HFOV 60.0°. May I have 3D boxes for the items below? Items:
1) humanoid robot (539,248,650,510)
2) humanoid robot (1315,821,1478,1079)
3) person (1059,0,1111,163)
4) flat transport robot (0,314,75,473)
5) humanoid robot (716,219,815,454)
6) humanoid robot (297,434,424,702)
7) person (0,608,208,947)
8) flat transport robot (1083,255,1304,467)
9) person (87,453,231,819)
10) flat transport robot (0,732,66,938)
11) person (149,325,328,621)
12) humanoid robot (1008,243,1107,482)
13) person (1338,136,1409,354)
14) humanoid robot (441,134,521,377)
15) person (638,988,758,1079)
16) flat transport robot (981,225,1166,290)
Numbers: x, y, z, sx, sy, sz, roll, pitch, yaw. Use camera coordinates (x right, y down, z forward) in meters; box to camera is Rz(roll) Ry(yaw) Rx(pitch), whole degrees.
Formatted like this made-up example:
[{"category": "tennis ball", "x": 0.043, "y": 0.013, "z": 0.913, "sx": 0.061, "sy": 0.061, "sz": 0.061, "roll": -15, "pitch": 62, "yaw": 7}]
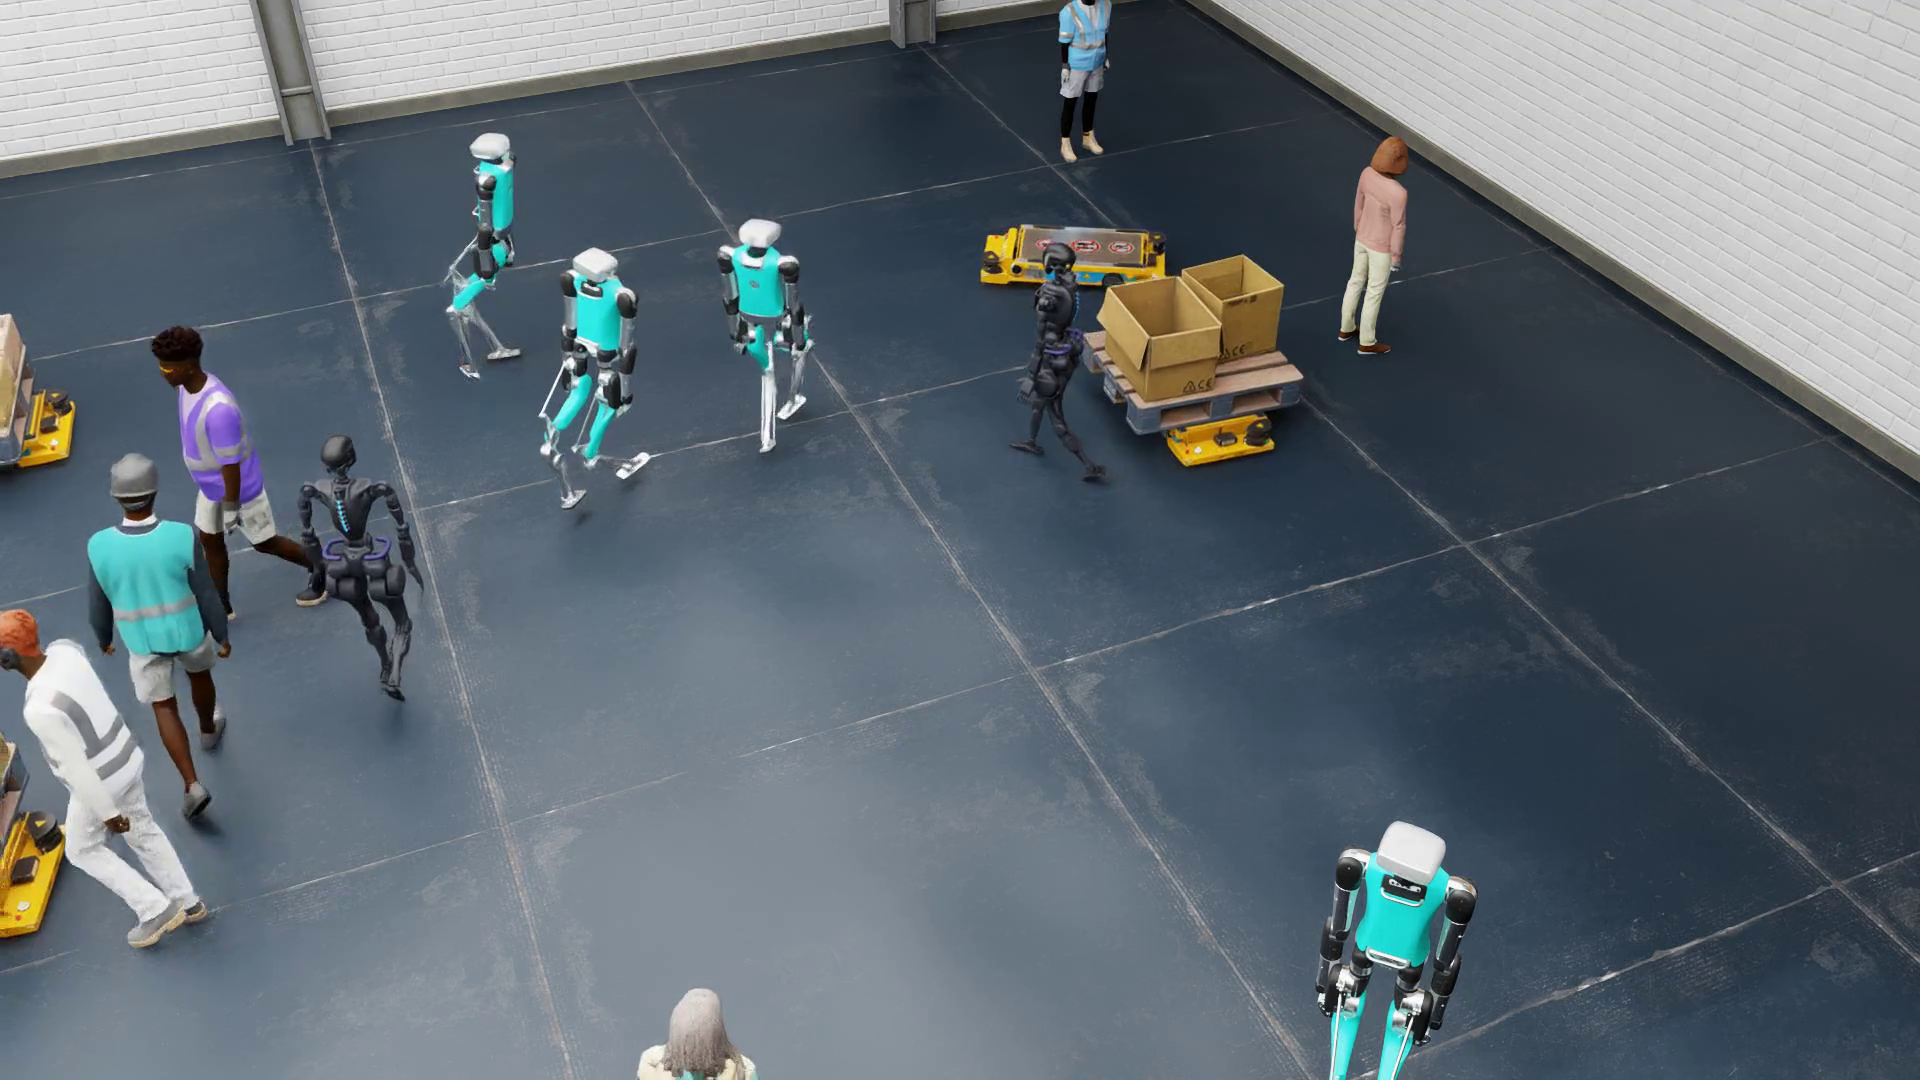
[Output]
[{"category": "humanoid robot", "x": -2.308, "y": -0.881, "z": 10.229, "sx": 0.581, "sy": 1.752, "sz": 1.012, "roll": 17, "pitch": 41, "yaw": 21}, {"category": "humanoid robot", "x": 1.601, "y": 1.899, "z": 6.487, "sx": 0.533, "sy": 1.677, "sz": 0.735, "roll": 15, "pitch": 40, "yaw": 18}, {"category": "person", "x": 1.089, "y": -4.153, "z": 14.506, "sx": 0.539, "sy": 1.696, "sz": 0.316, "roll": -22, "pitch": 43, "yaw": -26}, {"category": "flat transport robot", "x": -6.735, "y": -0.652, "z": 11.123, "sx": 1.431, "sy": 0.231, "sz": 0.659, "roll": -12, "pitch": 39, "yaw": -15}, {"category": "humanoid robot", "x": -1.190, "y": -1.447, "z": 10.962, "sx": 0.563, "sy": 1.747, "sz": 0.973, "roll": 8, "pitch": 38, "yaw": 10}, {"category": "humanoid robot", "x": -3.227, "y": 0.184, "z": 8.891, "sx": 0.604, "sy": 1.643, "sz": 0.543, "roll": -2, "pitch": 38, "yaw": -3}, {"category": "person", "x": -3.910, "y": 1.062, "z": 7.590, "sx": 0.529, "sy": 1.855, "sz": 0.579, "roll": -2, "pitch": 38, "yaw": -3}, {"category": "flat transport robot", "x": 1.573, "y": -1.010, "z": 11.589, "sx": 0.659, "sy": 0.231, "sz": 1.431, "roll": -11, "pitch": 39, "yaw": -14}, {"category": "person", "x": -3.979, "y": 0.481, "z": 8.310, "sx": 0.614, "sy": 1.888, "sz": 0.863, "roll": -15, "pitch": 40, "yaw": -18}, {"category": "flat transport robot", "x": -5.168, "y": 1.699, "z": 8.062, "sx": 1.431, "sy": 0.231, "sz": 0.659, "roll": -6, "pitch": 38, "yaw": -8}, {"category": "person", "x": -4.125, "y": -0.344, "z": 9.359, "sx": 0.903, "sy": 1.930, "sz": 0.619, "roll": -29, "pitch": 46, "yaw": -33}, {"category": "humanoid robot", "x": 0.638, "y": -1.129, "z": 10.642, "sx": 0.771, "sy": 1.655, "sz": 0.602, "roll": 18, "pitch": 41, "yaw": 21}, {"category": "person", "x": 2.984, "y": -2.107, "z": 11.891, "sx": 0.281, "sy": 1.636, "sz": 0.504, "roll": -17, "pitch": 41, "yaw": -20}, {"category": "humanoid robot", "x": -3.433, "y": -1.982, "z": 11.659, "sx": 0.826, "sy": 1.786, "sz": 0.569, "roll": 4, "pitch": 38, "yaw": 5}, {"category": "person", "x": -0.947, "y": 2.268, "z": 6.170, "sx": 0.478, "sy": 1.664, "sz": 0.891, "roll": 0, "pitch": 38, "yaw": 0}, {"category": "flat transport robot", "x": 0.907, "y": -2.235, "z": 13.183, "sx": 1.431, "sy": 0.231, "sz": 0.659, "roll": 4, "pitch": 38, "yaw": 5}]
